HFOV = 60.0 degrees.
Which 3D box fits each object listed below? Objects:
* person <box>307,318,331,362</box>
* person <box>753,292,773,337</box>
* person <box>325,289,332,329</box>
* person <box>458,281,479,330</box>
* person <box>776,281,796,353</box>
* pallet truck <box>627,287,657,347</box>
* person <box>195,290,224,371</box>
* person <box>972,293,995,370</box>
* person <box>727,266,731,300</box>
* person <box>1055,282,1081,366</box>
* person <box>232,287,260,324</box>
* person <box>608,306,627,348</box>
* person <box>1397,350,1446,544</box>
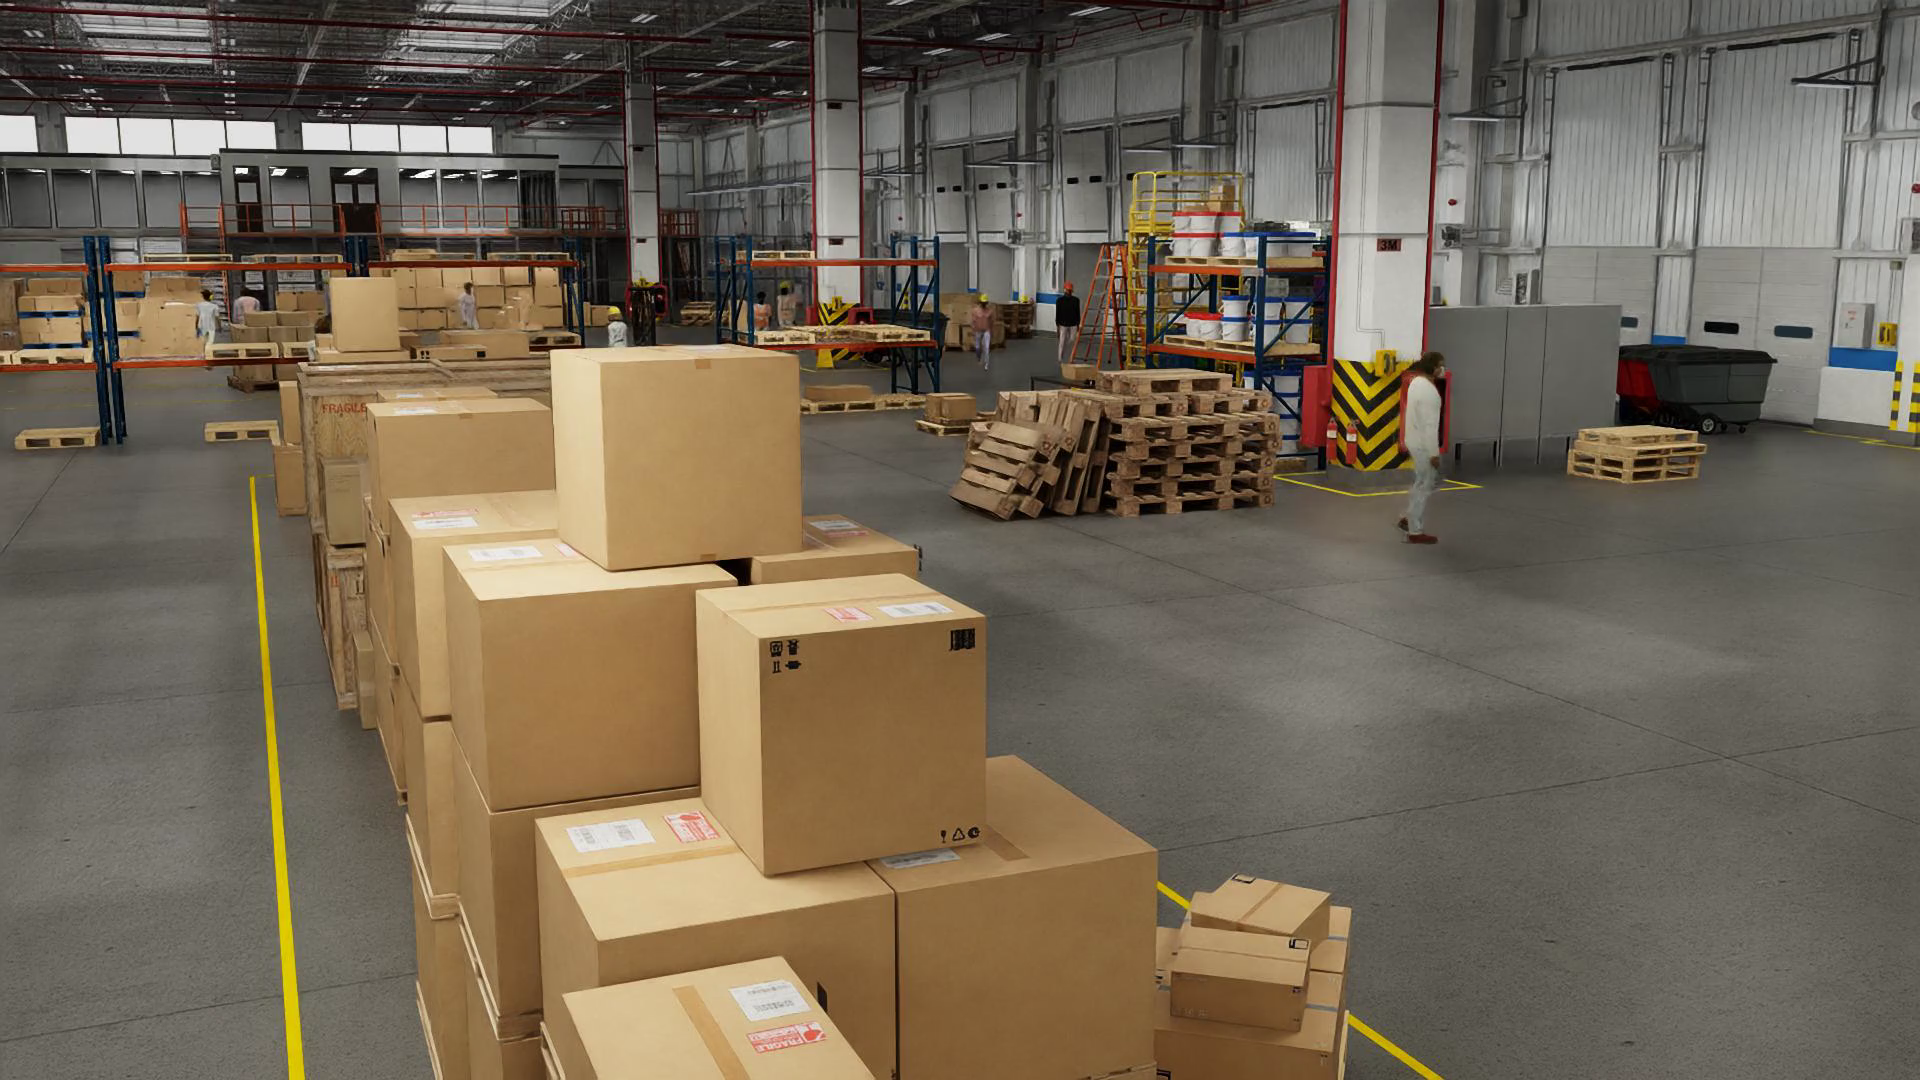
[{"bbox_3d":[-9.254,-2.317,24.309,0.517,1.843,0.325,-8,13,-38],"label":"person"},{"bbox_3d":[-4.906,-5.304,41.251,0.546,1.674,0.644,-3,11,-15],"label":"person"},{"bbox_3d":[-17.787,-6.476,47.122,0.882,1.894,0.594,4,11,23],"label":"person"},{"bbox_3d":[-12.286,-5.510,41.675,0.465,1.921,0.668,3,11,18],"label":"person"},{"bbox_3d":[-4.503,-5.793,43.297,0.597,1.908,0.632,6,12,30],"label":"person"},{"bbox_3d":[-6.464,-4.406,35.401,0.823,1.965,1.885,6,12,32],"label":"pallet truck"},{"bbox_3d":[-17.107,-4.789,37.983,0.564,1.820,0.943,0,10,0],"label":"person"},{"bbox_3d":[0.539,-4.787,38.156,0.531,1.747,0.478,0,10,0],"label":"person"},{"bbox_3d":[-8.853,-9.628,64.367,0.376,1.931,0.542,1,10,8],"label":"person"},{"bbox_3d":[2.555,-5.097,39.263,0.608,1.986,0.400,-3,11,-15],"label":"person"},{"bbox_3d":[-17.521,-5.288,40.775,0.631,1.814,0.791,-10,14,-43],"label":"person"},{"bbox_3d":[-6.426,-3.495,31.106,0.313,1.741,0.499,5,11,25],"label":"person"},{"bbox_3d":[4.583,-0.904,16.307,0.448,1.919,0.649,1,10,4],"label":"person"}]
